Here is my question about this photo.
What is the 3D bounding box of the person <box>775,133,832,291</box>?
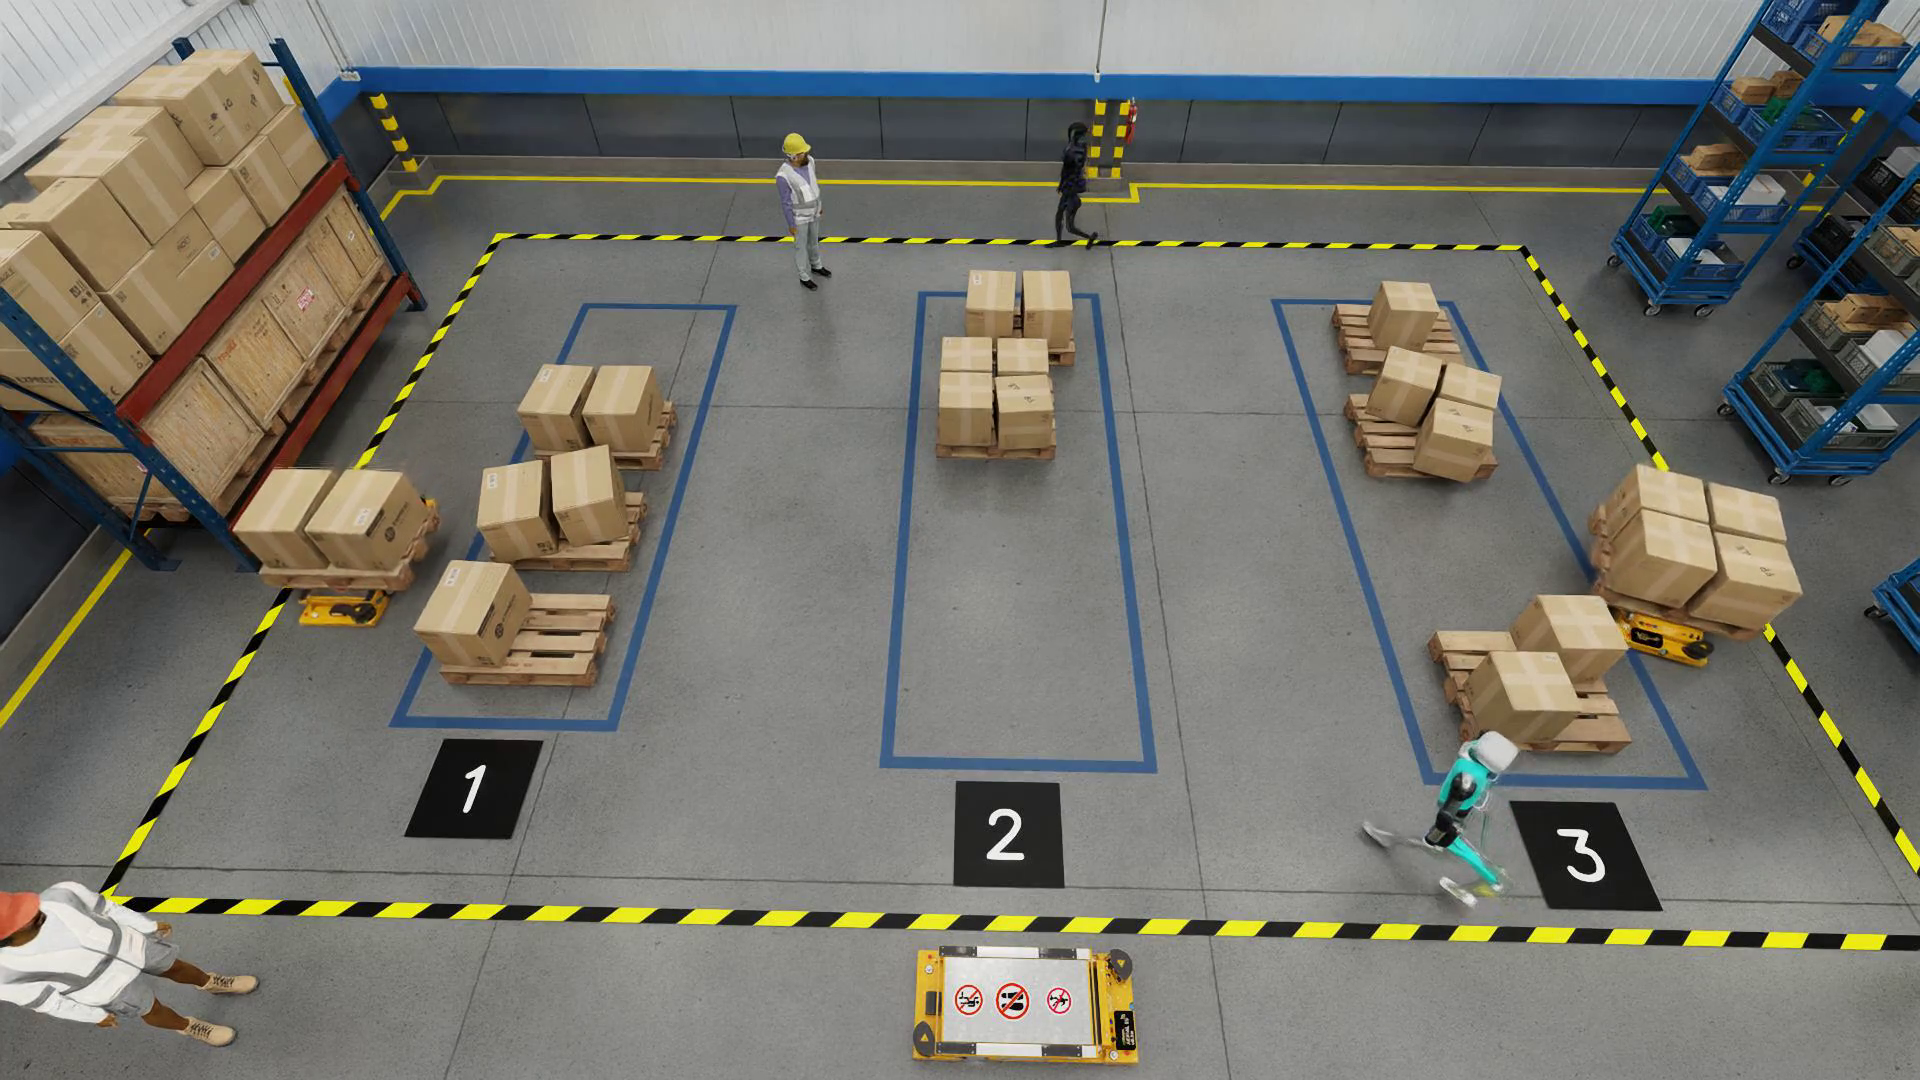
[{"bbox_3d":[-1.786,-3.772,10.548,0.404,1.837,0.593,24,55,18],"label":"person"}]

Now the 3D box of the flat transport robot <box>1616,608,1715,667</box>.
[{"bbox_3d":[6.194,0.412,8.132,0.652,0.197,1.431,16,53,13],"label":"flat transport robot"}]

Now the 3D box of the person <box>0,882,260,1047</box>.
[{"bbox_3d":[-4.894,2.478,5.321,0.366,2.047,0.606,1,51,1],"label":"person"}]

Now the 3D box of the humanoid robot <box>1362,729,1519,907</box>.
[{"bbox_3d":[3.382,1.916,6.010,1.047,1.751,0.540,34,58,25],"label":"humanoid robot"}]

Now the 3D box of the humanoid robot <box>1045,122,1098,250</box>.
[{"bbox_3d":[1.402,-4.245,11.045,0.600,1.632,0.590,-8,51,-6],"label":"humanoid robot"}]

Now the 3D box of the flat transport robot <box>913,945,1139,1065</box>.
[{"bbox_3d":[0.422,3.041,6.007,1.431,0.231,0.659,1,51,1],"label":"flat transport robot"}]

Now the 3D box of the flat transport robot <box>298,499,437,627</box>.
[{"bbox_3d":[-5.395,0.147,8.348,0.652,0.197,1.431,1,51,1],"label":"flat transport robot"}]
